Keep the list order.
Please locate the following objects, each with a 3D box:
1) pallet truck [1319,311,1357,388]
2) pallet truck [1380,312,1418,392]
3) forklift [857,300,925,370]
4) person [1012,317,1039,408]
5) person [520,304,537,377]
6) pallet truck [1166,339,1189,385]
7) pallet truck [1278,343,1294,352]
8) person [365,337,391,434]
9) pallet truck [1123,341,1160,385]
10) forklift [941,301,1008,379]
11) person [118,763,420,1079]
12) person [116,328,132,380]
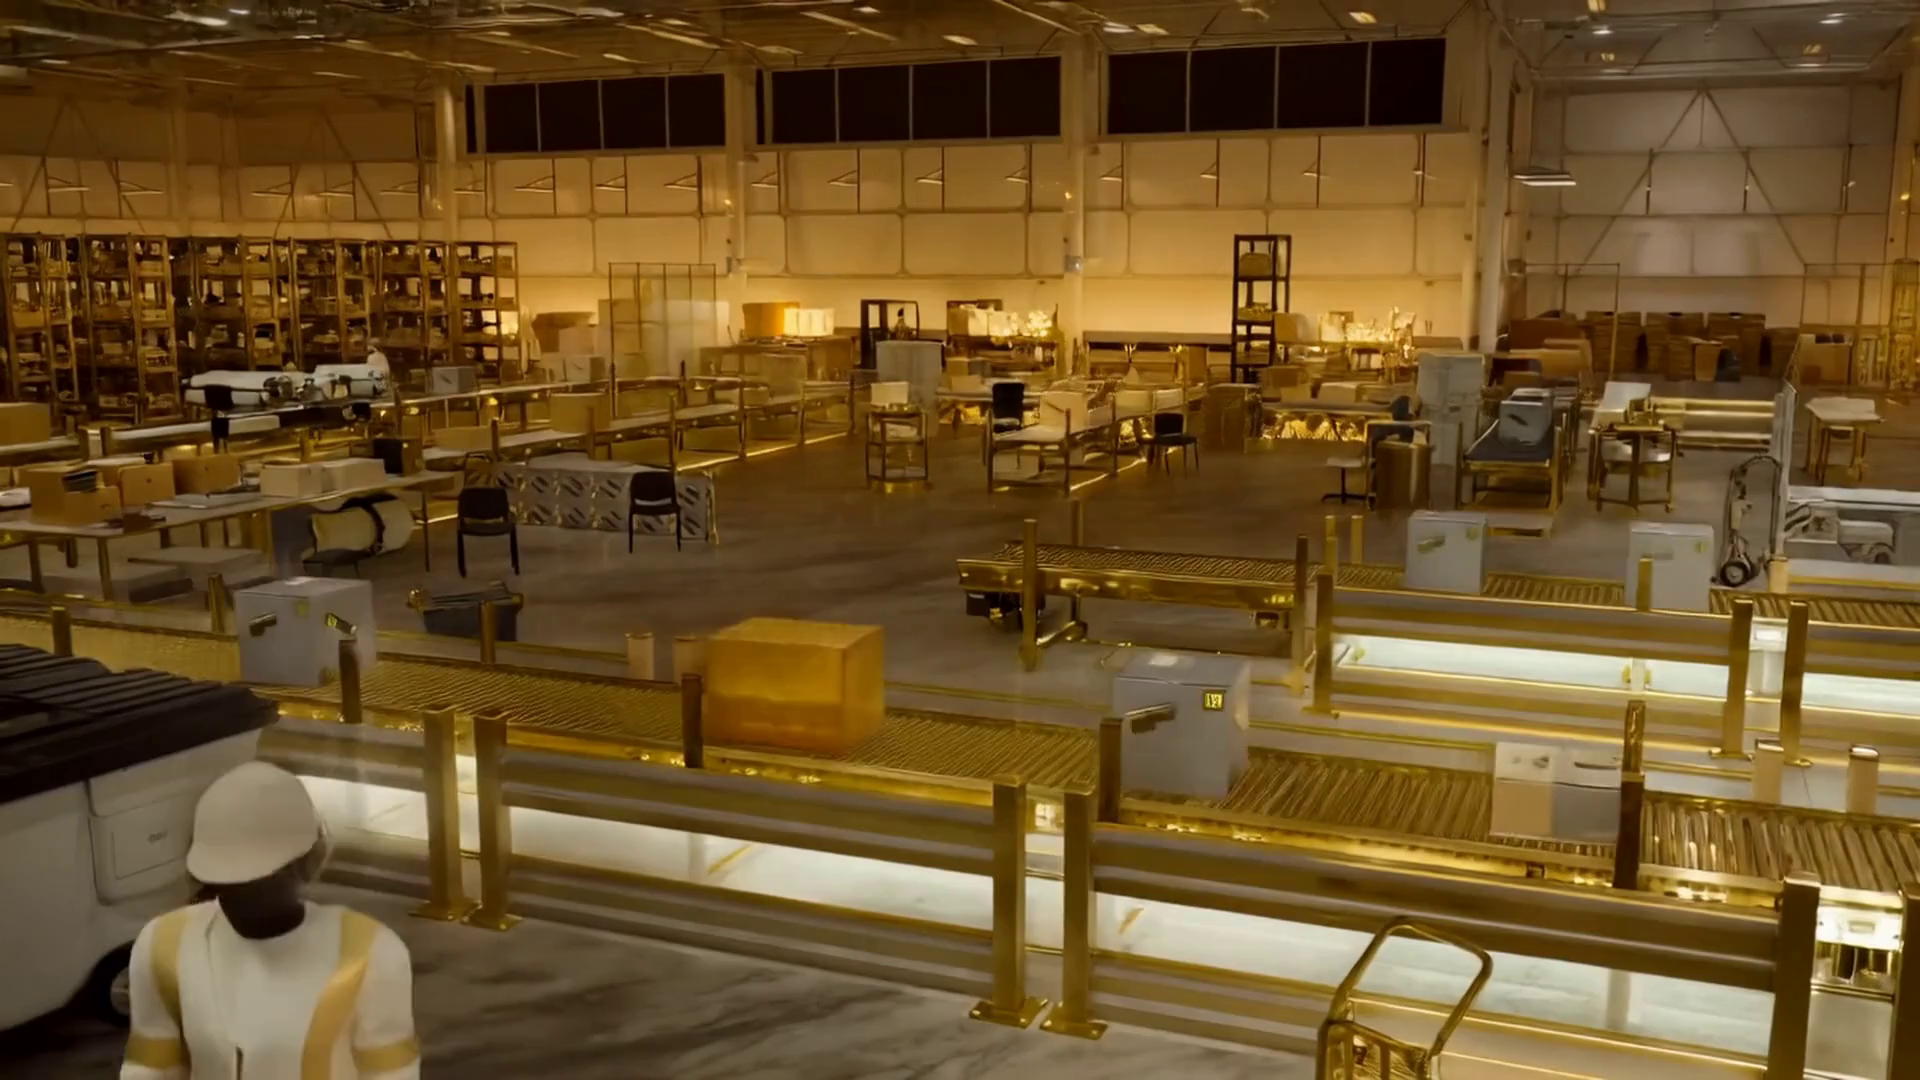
[{"bbox_3d":[9.071,-4.419,39.190,0.823,1.965,1.885,5,10,26],"label":"pallet truck"},{"bbox_3d":[10.207,-4.283,38.369,0.823,1.965,1.885,3,10,20],"label":"pallet truck"},{"bbox_3d":[-1.732,-5.109,42.468,1.157,1.987,2.680,4,10,22],"label":"forklift"},{"bbox_3d":[1.249,-3.440,33.194,0.784,2.026,0.624,3,10,16],"label":"person"},{"bbox_3d":[-11.900,-5.474,45.595,0.376,1.995,0.612,-8,13,-42],"label":"person"},{"bbox_3d":[5.418,-4.269,40.420,0.704,1.261,1.522,3,10,20],"label":"pallet truck"},{"bbox_3d":[7.886,-4.163,39.743,0.653,1.274,1.630,4,10,22],"label":"pallet truck"},{"bbox_3d":[-10.626,-2.789,30.072,0.542,1.734,0.728,7,12,35],"label":"person"},{"bbox_3d":[4.445,-4.380,41.279,0.680,1.201,1.601,4,10,22],"label":"pallet truck"},{"bbox_3d":[0.365,-4.966,41.571,1.157,1.987,2.680,3,10,20],"label":"forklift"},{"bbox_3d":[-1.519,1.443,3.735,0.613,1.994,1.073,1,9,7],"label":"person"},{"bbox_3d":[-18.693,-4.006,37.227,0.572,1.818,0.671,5,11,28],"label":"person"}]
